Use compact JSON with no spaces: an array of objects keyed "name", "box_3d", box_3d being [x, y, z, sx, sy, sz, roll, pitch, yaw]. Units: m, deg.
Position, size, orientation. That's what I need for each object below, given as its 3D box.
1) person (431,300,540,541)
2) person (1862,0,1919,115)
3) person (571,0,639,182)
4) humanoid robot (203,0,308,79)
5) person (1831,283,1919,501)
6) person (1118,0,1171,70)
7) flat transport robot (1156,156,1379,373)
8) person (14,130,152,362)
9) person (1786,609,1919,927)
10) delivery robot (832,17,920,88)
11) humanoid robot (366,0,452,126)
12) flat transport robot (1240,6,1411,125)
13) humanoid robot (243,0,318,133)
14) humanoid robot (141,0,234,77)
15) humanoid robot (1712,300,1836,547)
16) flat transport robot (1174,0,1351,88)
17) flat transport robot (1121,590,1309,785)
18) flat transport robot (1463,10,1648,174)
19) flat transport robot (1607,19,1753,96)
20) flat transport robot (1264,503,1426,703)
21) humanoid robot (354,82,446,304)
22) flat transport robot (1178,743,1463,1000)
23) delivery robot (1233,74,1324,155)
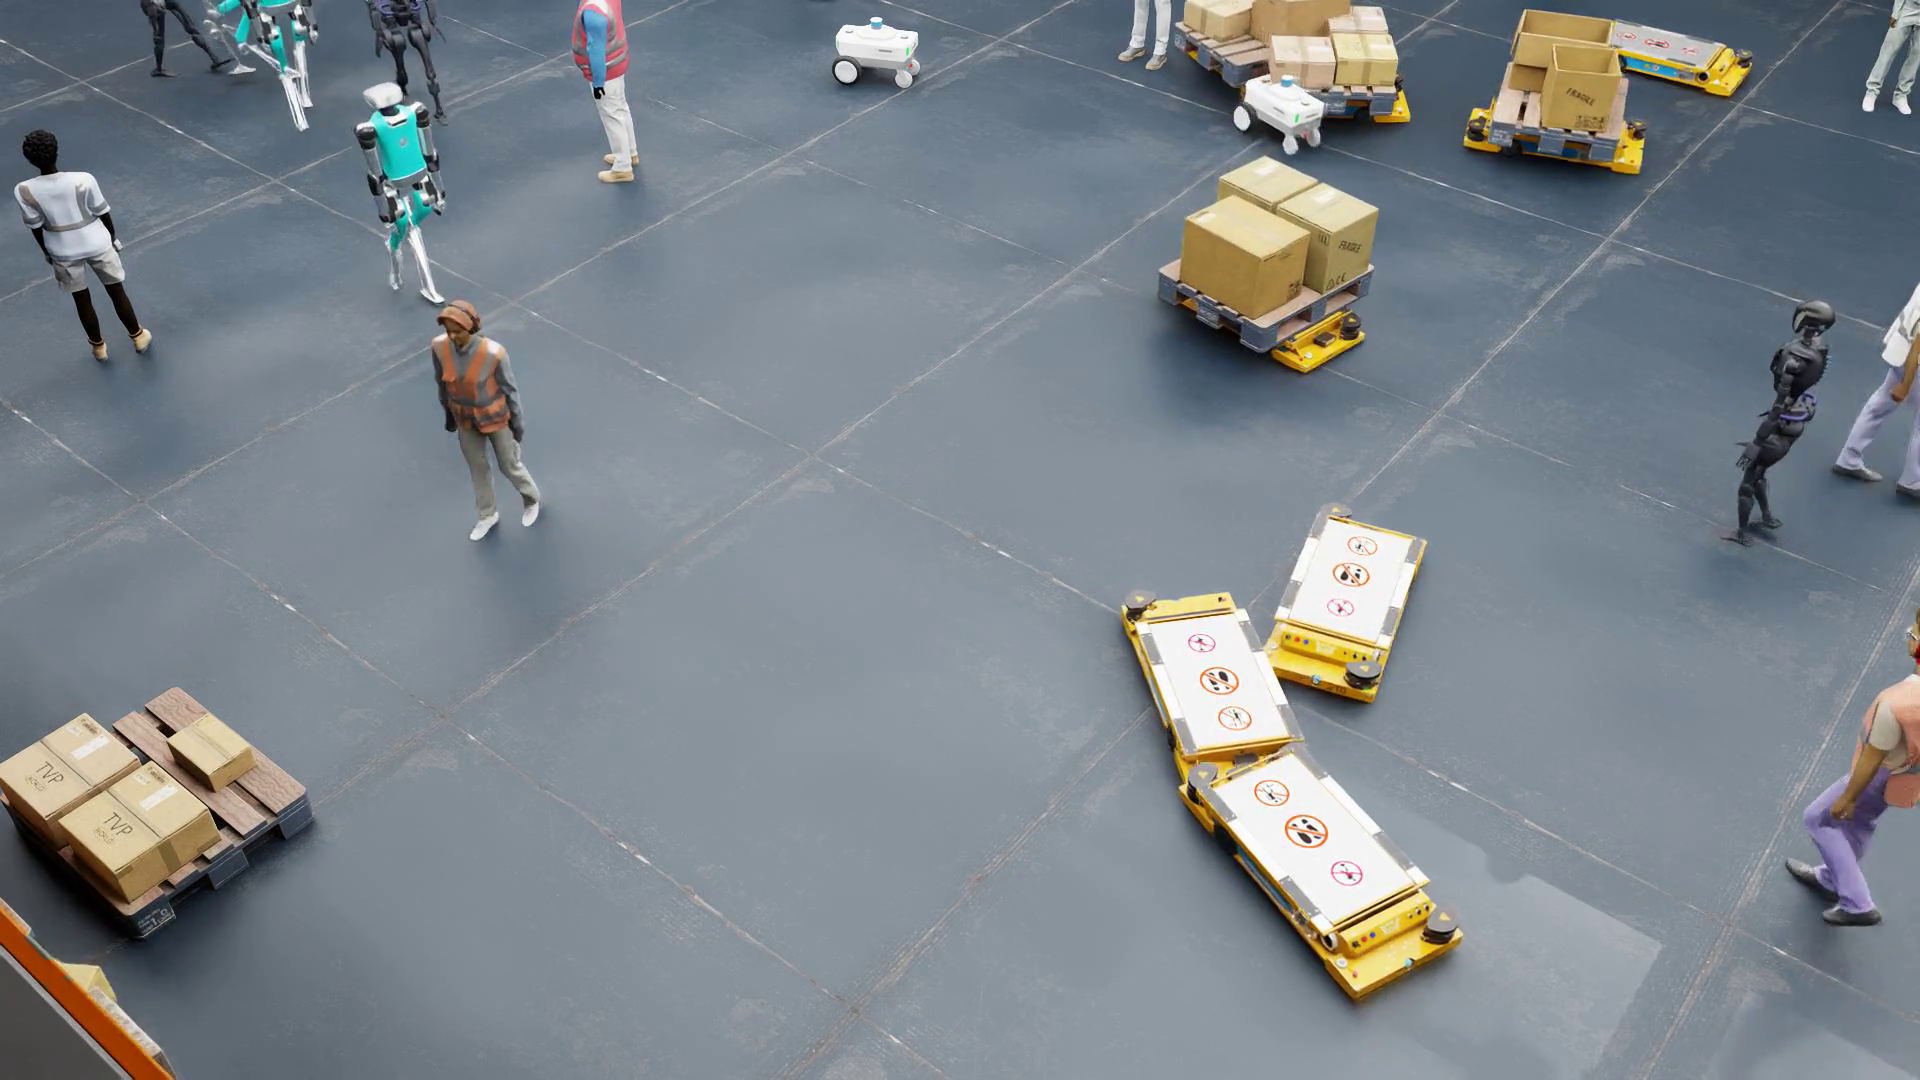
[{"name":"person","box_3d":[-2.823,-0.718,9.874,0.522,1.638,0.443,11,42,13]},{"name":"person","box_3d":[8.220,-4.484,14.222,0.484,1.737,0.323,8,41,9]},{"name":"person","box_3d":[-2.860,-3.772,13.314,0.431,1.836,0.628,0,40,0]},{"name":"humanoid robot","box_3d":[-6.417,-4.835,14.637,0.973,1.750,0.549,-13,42,-15]},{"name":"person","box_3d":[5.977,-1.050,10.110,0.749,1.821,0.574,15,43,17]},{"name":"person","box_3d":[1.734,-5.183,14.929,0.582,1.882,0.348,29,48,29]},{"name":"flat transport robot","box_3d":[2.172,-1.694,12.071,0.659,0.231,1.431,-29,48,-30]},{"name":"person","box_3d":[-5.983,-1.990,11.316,0.533,1.696,0.318,-15,43,-17]},{"name":"person","box_3d":[4.237,1.087,7.596,0.589,1.825,0.466,-21,45,-23]},{"name":"delivery robot","box_3d":[-0.772,-4.430,15.077,0.794,0.606,0.499,9,41,11]},{"name":"humanoid robot","box_3d":[-4.745,-4.403,14.202,0.599,1.636,0.724,-22,45,-24]},{"name":"flat transport robot","box_3d":[3.221,-3.930,14.702,1.431,0.231,0.659,3,40,3]},{"name":"humanoid robot","box_3d":[-5.744,-4.371,14.096,0.554,1.771,0.948,-18,43,-20]},{"name":"humanoid robot","box_3d":[-7.059,-4.887,14.763,0.741,1.628,0.601,5,41,6]},{"name":"humanoid robot","box_3d":[4.822,-0.670,9.789,0.339,1.651,0.603,27,47,28]},{"name":"flat transport robot","box_3d":[2.714,-4.319,15.159,0.659,0.231,1.431,-18,44,-20]},{"name":"flat transport robot","box_3d":[1.382,0.795,9.143,0.659,0.231,1.431,-7,41,-8]},{"name":"flat transport robot","box_3d":[5.059,-3.444,14.130,1.431,0.231,0.659,14,42,15]},{"name":"flat transport robot","box_3d":[6.475,-4.454,15.318,1.431,0.231,0.659,24,46,25]},{"name":"flat transport robot","box_3d":[2.250,0.336,9.683,0.659,0.231,1.431,16,43,18]},{"name":"humanoid robot","box_3d":[-4.031,-2.434,11.886,0.544,1.892,0.773,-33,50,-32]},{"name":"flat transport robot","box_3d":[1.759,1.566,8.236,0.659,0.231,1.431,-20,44,-22]},{"name":"delivery robot","box_3d":[2.747,-3.679,14.171,0.499,0.576,0.768,-23,45,-24]}]
